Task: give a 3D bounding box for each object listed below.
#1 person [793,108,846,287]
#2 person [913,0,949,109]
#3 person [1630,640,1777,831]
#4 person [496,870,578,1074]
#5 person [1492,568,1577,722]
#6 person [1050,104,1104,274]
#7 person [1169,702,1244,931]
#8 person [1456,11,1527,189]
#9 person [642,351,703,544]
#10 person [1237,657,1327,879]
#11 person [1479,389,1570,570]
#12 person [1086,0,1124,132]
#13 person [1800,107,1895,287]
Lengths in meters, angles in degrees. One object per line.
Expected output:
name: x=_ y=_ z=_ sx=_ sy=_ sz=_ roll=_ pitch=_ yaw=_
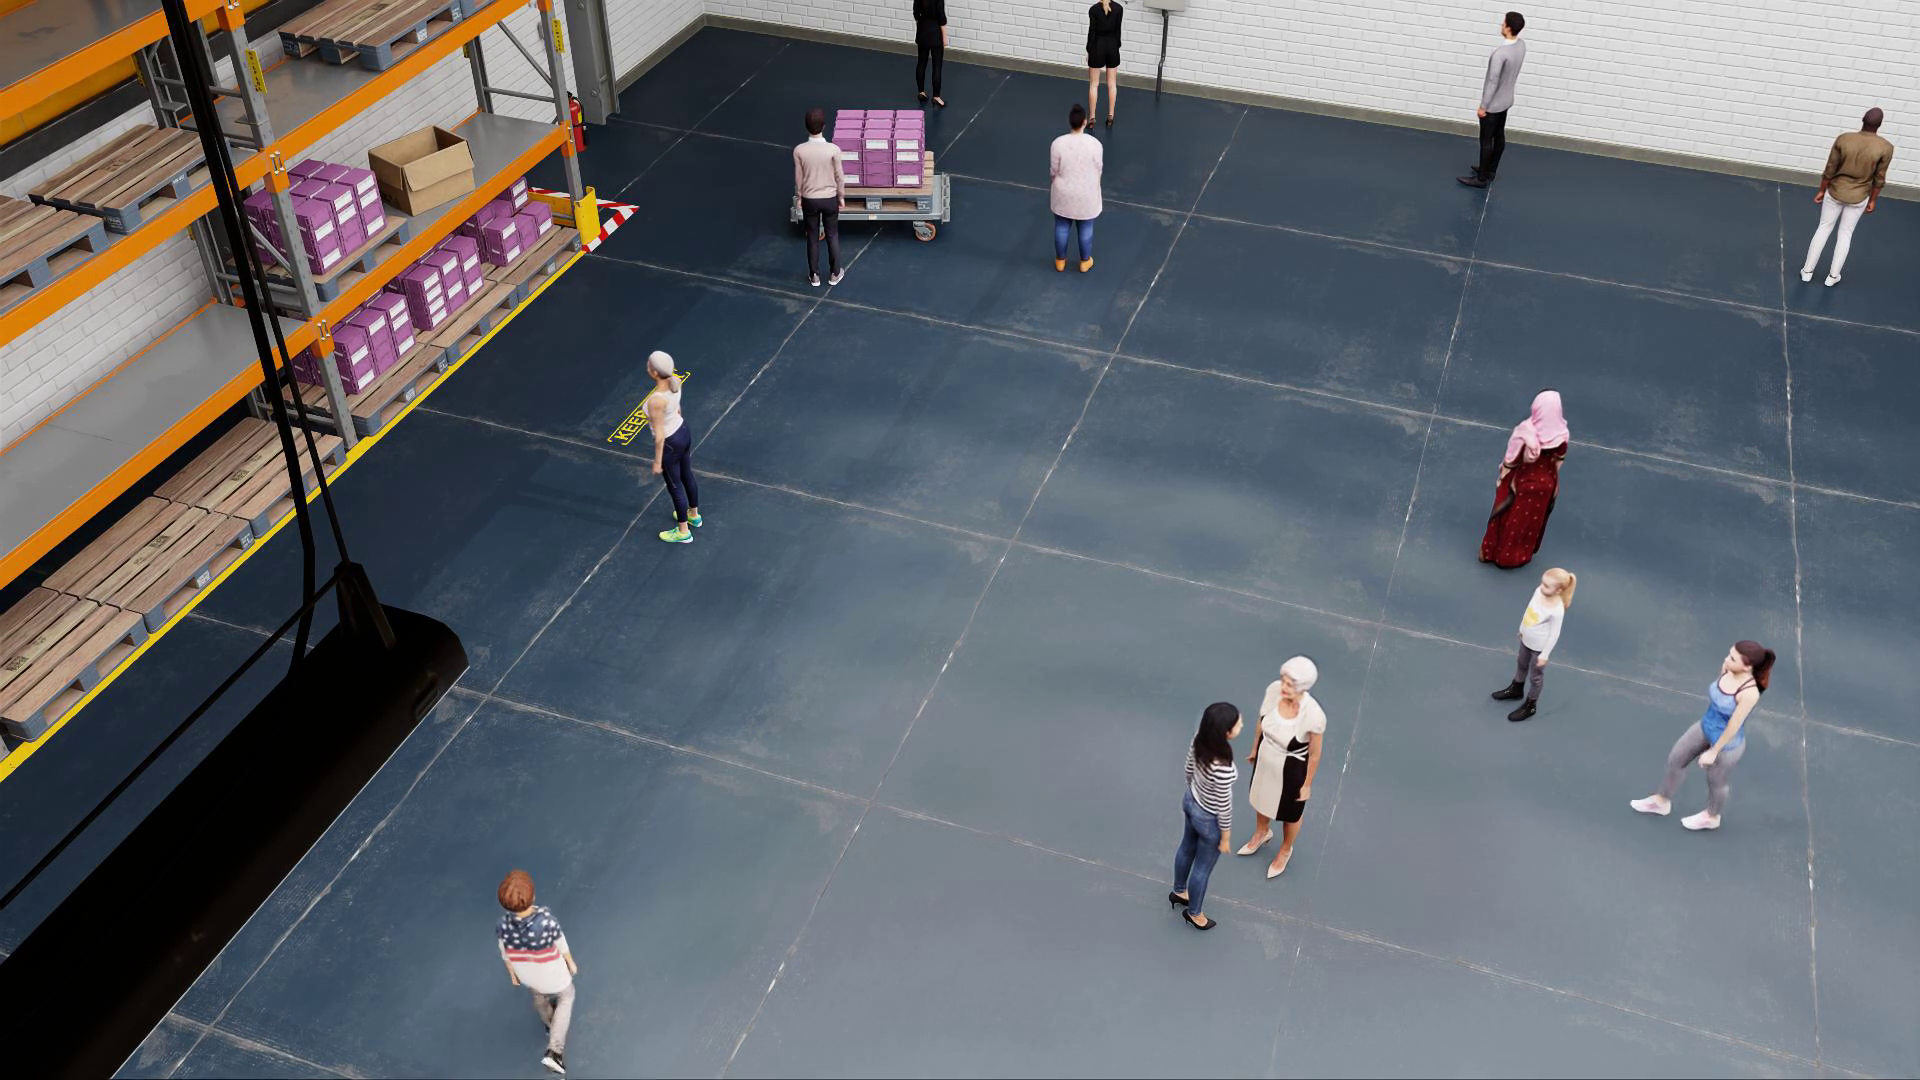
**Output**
person: x=-1.366 y=-3.328 z=16.184 sx=0.696 sy=1.809 sz=0.665 roll=-1 pitch=39 yaw=-1
person: x=-0.356 y=-5.920 z=19.548 sx=0.666 sy=1.660 sz=0.645 roll=26 pitch=45 yaw=29
person: x=4.910 y=1.270 z=10.601 sx=0.795 sy=1.590 sz=0.813 roll=-3 pitch=39 yaw=-3
person: x=-2.353 y=2.418 z=9.296 sx=0.673 sy=1.426 sz=0.882 roll=1 pitch=39 yaw=1
person: x=4.022 y=0.699 z=11.565 sx=0.638 sy=1.279 sz=0.562 roll=-8 pitch=39 yaw=-10
person: x=1.136 y=-3.463 z=16.404 sx=0.739 sy=1.746 sz=0.689 roll=5 pitch=39 yaw=7
person: x=1.472 y=1.648 z=9.964 sx=0.734 sy=1.794 sz=0.648 roll=-12 pitch=40 yaw=-14
person: x=5.774 y=-4.717 z=17.831 sx=0.885 sy=1.923 sz=0.732 roll=30 pitch=48 yaw=32
person: x=-2.245 y=-0.738 z=13.026 sx=0.665 sy=1.702 sz=0.475 roll=10 pitch=40 yaw=13
person: x=2.012 y=1.401 z=10.306 sx=0.714 sy=1.754 sz=0.716 roll=-26 pitch=46 yaw=-29
person: x=4.358 y=-0.463 z=12.734 sx=0.748 sy=1.637 sz=0.741 roll=-2 pitch=39 yaw=-2
person: x=1.632 y=-5.556 z=19.006 sx=0.656 sy=1.768 sz=0.680 roll=-9 pitch=39 yaw=-11
person: x=8.634 y=-3.342 z=16.187 sx=0.755 sy=1.825 sz=0.643 roll=20 pitch=43 yaw=23
